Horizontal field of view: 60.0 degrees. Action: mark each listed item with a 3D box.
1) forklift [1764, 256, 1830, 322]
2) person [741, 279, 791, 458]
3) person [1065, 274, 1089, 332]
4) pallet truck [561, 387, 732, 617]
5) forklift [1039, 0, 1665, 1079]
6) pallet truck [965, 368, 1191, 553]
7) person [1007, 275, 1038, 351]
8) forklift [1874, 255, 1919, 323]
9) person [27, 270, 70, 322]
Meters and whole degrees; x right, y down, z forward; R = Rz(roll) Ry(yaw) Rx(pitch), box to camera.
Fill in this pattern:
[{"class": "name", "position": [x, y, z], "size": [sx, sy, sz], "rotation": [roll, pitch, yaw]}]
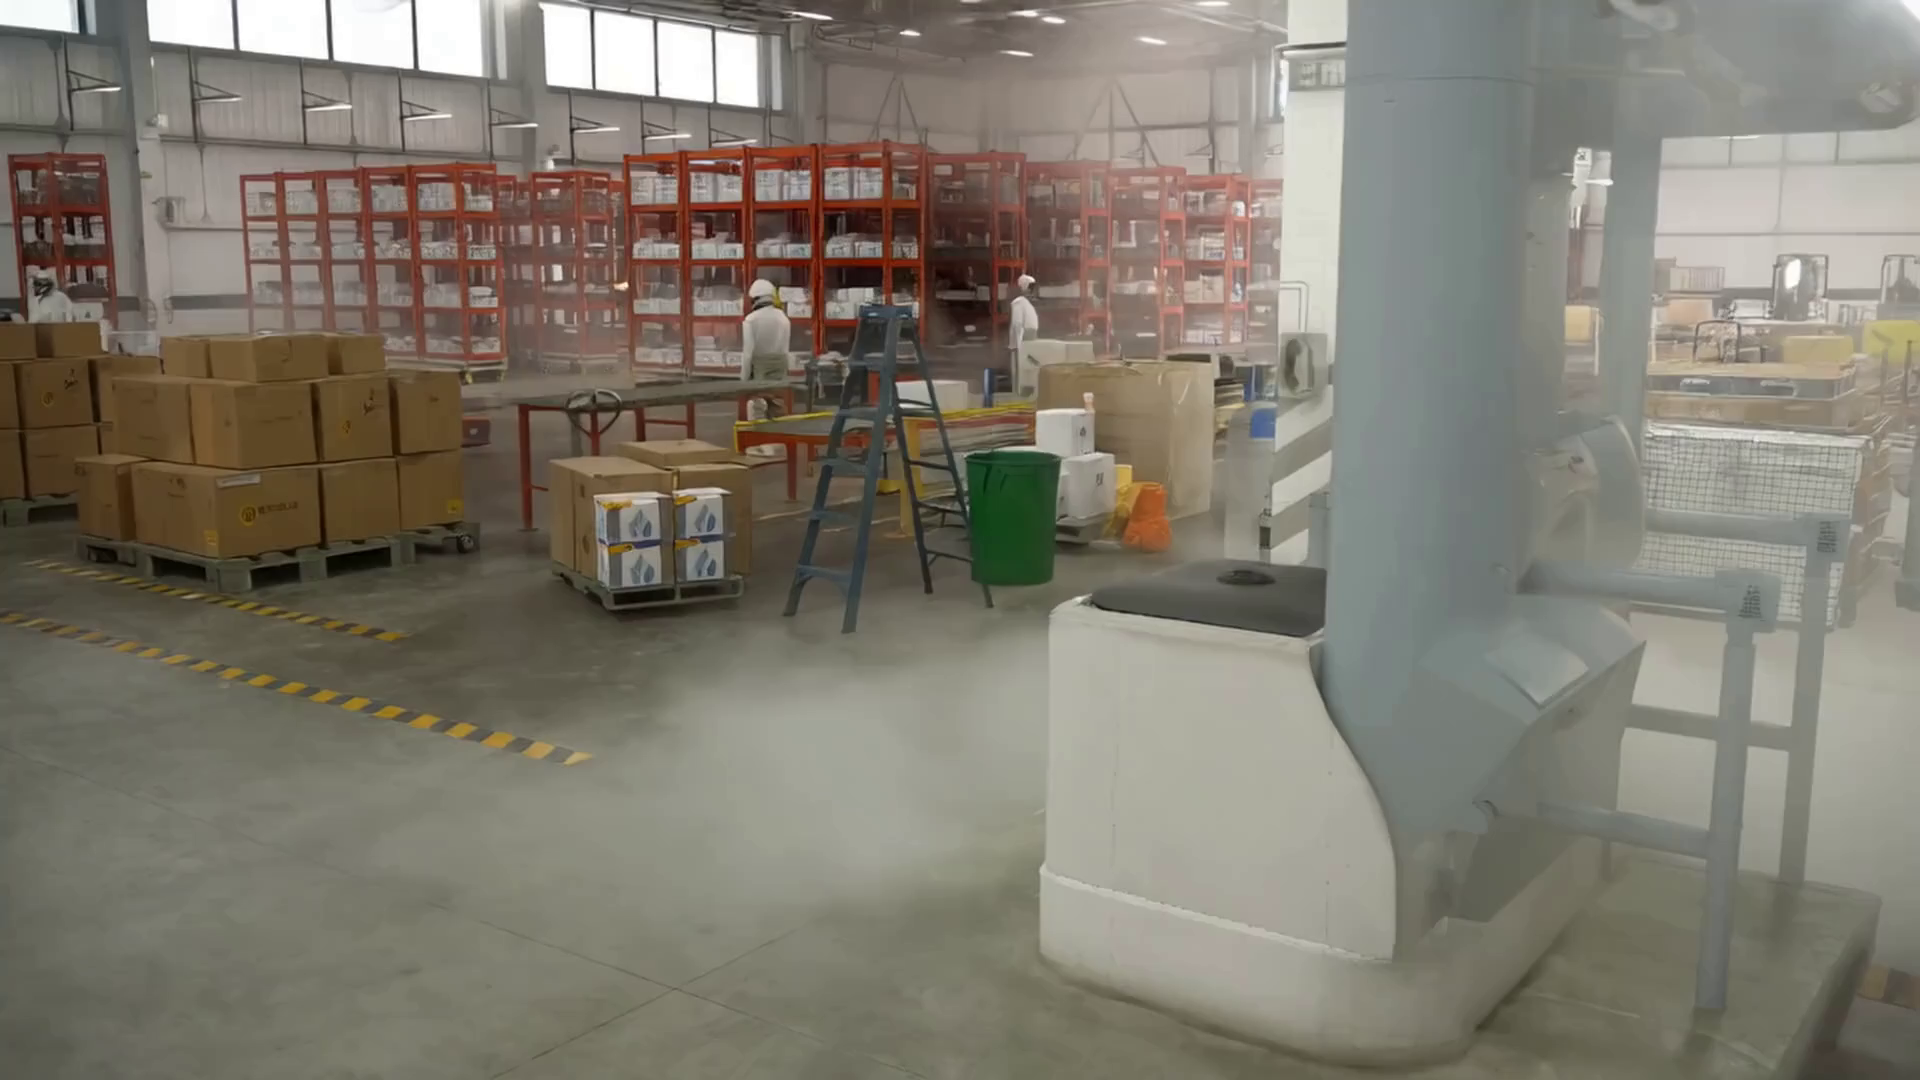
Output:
[{"class": "forklift", "position": [20.253, -5.854, 40.139], "size": [1.157, 1.987, 2.680], "rotation": [7, 12, 35]}, {"class": "person", "position": [-1.988, -1.708, 16.817], "size": [0.403, 1.837, 0.588], "rotation": [9, 13, 44]}, {"class": "person", "position": [2.180, -4.133, 31.430], "size": [0.942, 1.787, 0.617], "rotation": [6, 11, 30]}, {"class": "pallet truck", "position": [-1.981, -0.274, 10.088], "size": [0.680, 1.201, 1.601], "rotation": [-5, 11, -28]}, {"class": "forklift", "position": [1.249, -0.137, 4.360], "size": [1.873, 2.768, 1.129], "rotation": [7, 12, 35]}, {"class": "pallet truck", "position": [0.845, -0.609, 11.869], "size": [1.630, 1.274, 0.653], "rotation": [7, 12, 35]}, {"class": "person", "position": [0.787, -2.376, 20.765], "size": [0.389, 1.846, 0.566], "rotation": [2, 10, 13]}, {"class": "forklift", "position": [22.089, -5.634, 38.796], "size": [1.157, 1.987, 2.680], "rotation": [6, 11, 33]}, {"class": "person", "position": [-11.624, -2.478, 21.192], "size": [0.651, 1.907, 0.409], "rotation": [3, 10, 19]}]
